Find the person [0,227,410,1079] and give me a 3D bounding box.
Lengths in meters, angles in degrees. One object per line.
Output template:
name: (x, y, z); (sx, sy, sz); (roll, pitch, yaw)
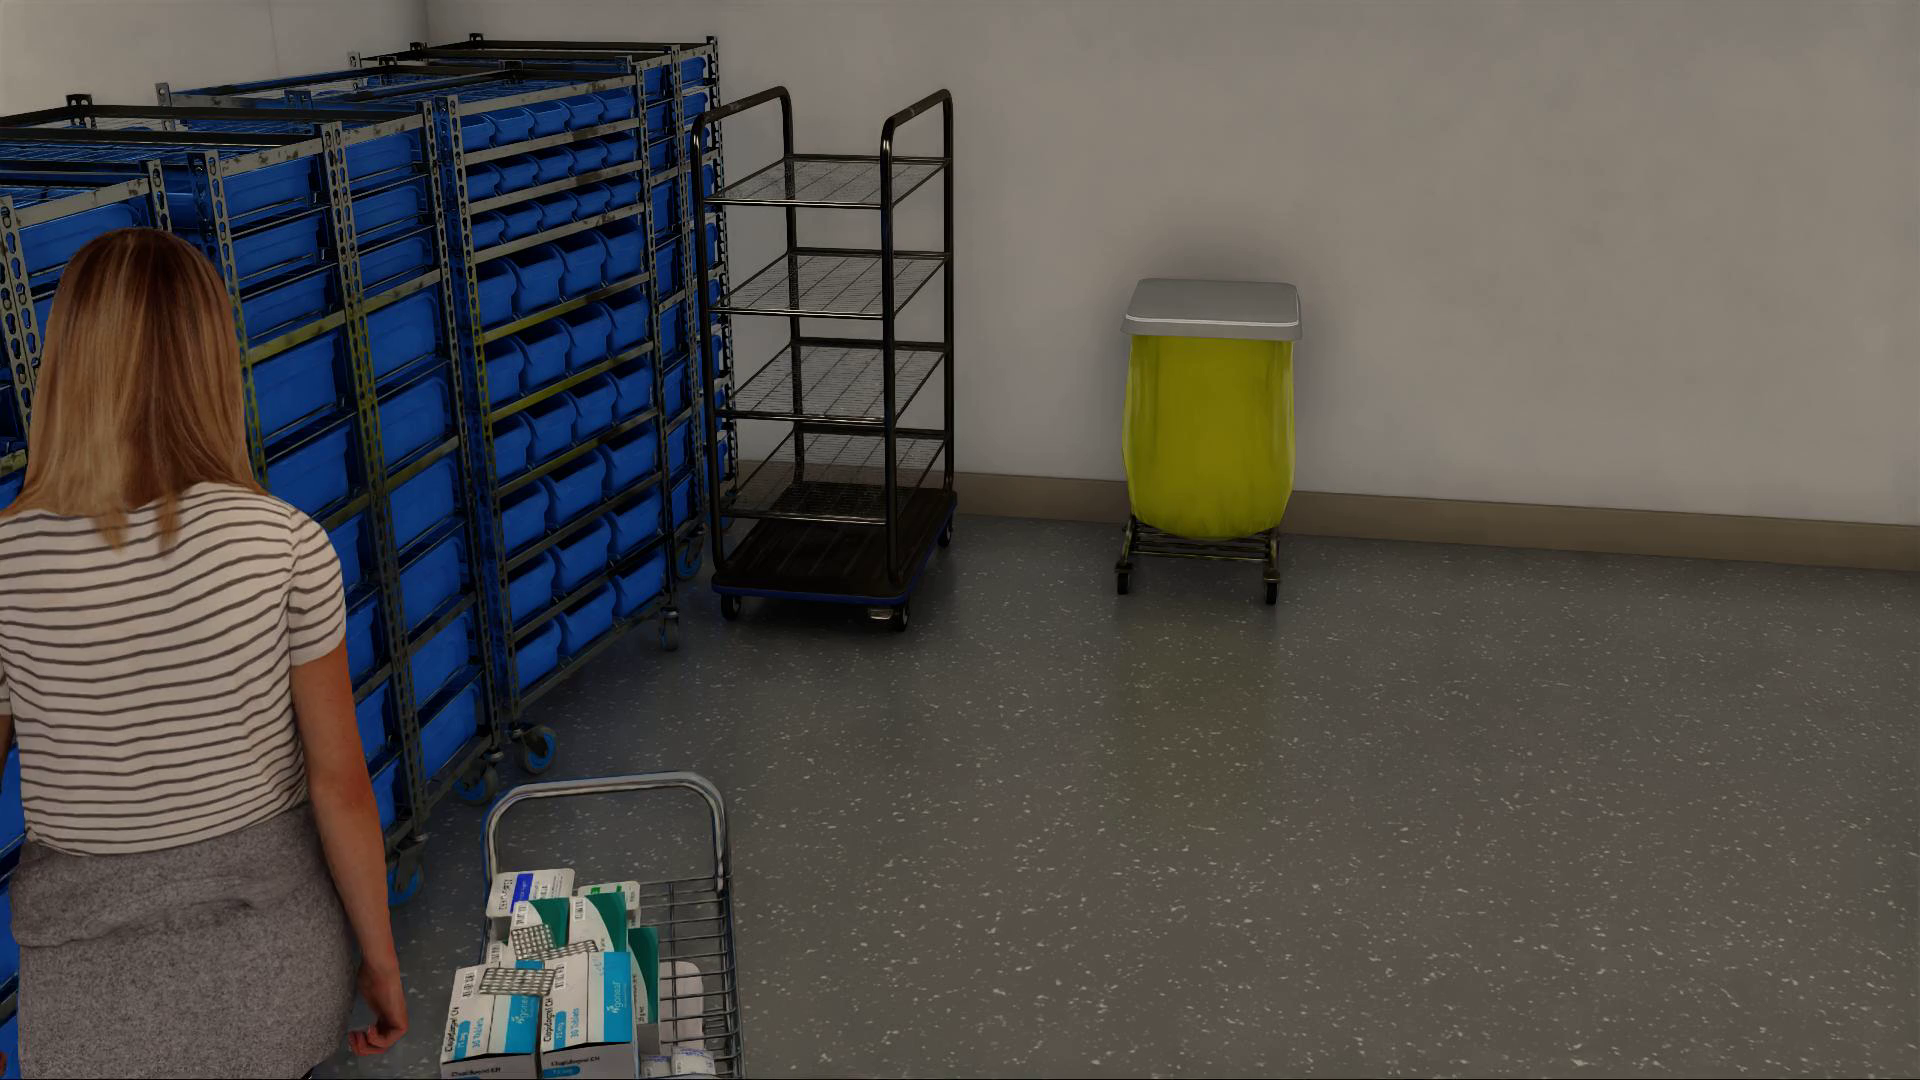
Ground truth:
person: (-0.876, 0.590, 1.945); (1.174, 1.781, 1.183); (-13, 24, -30)
